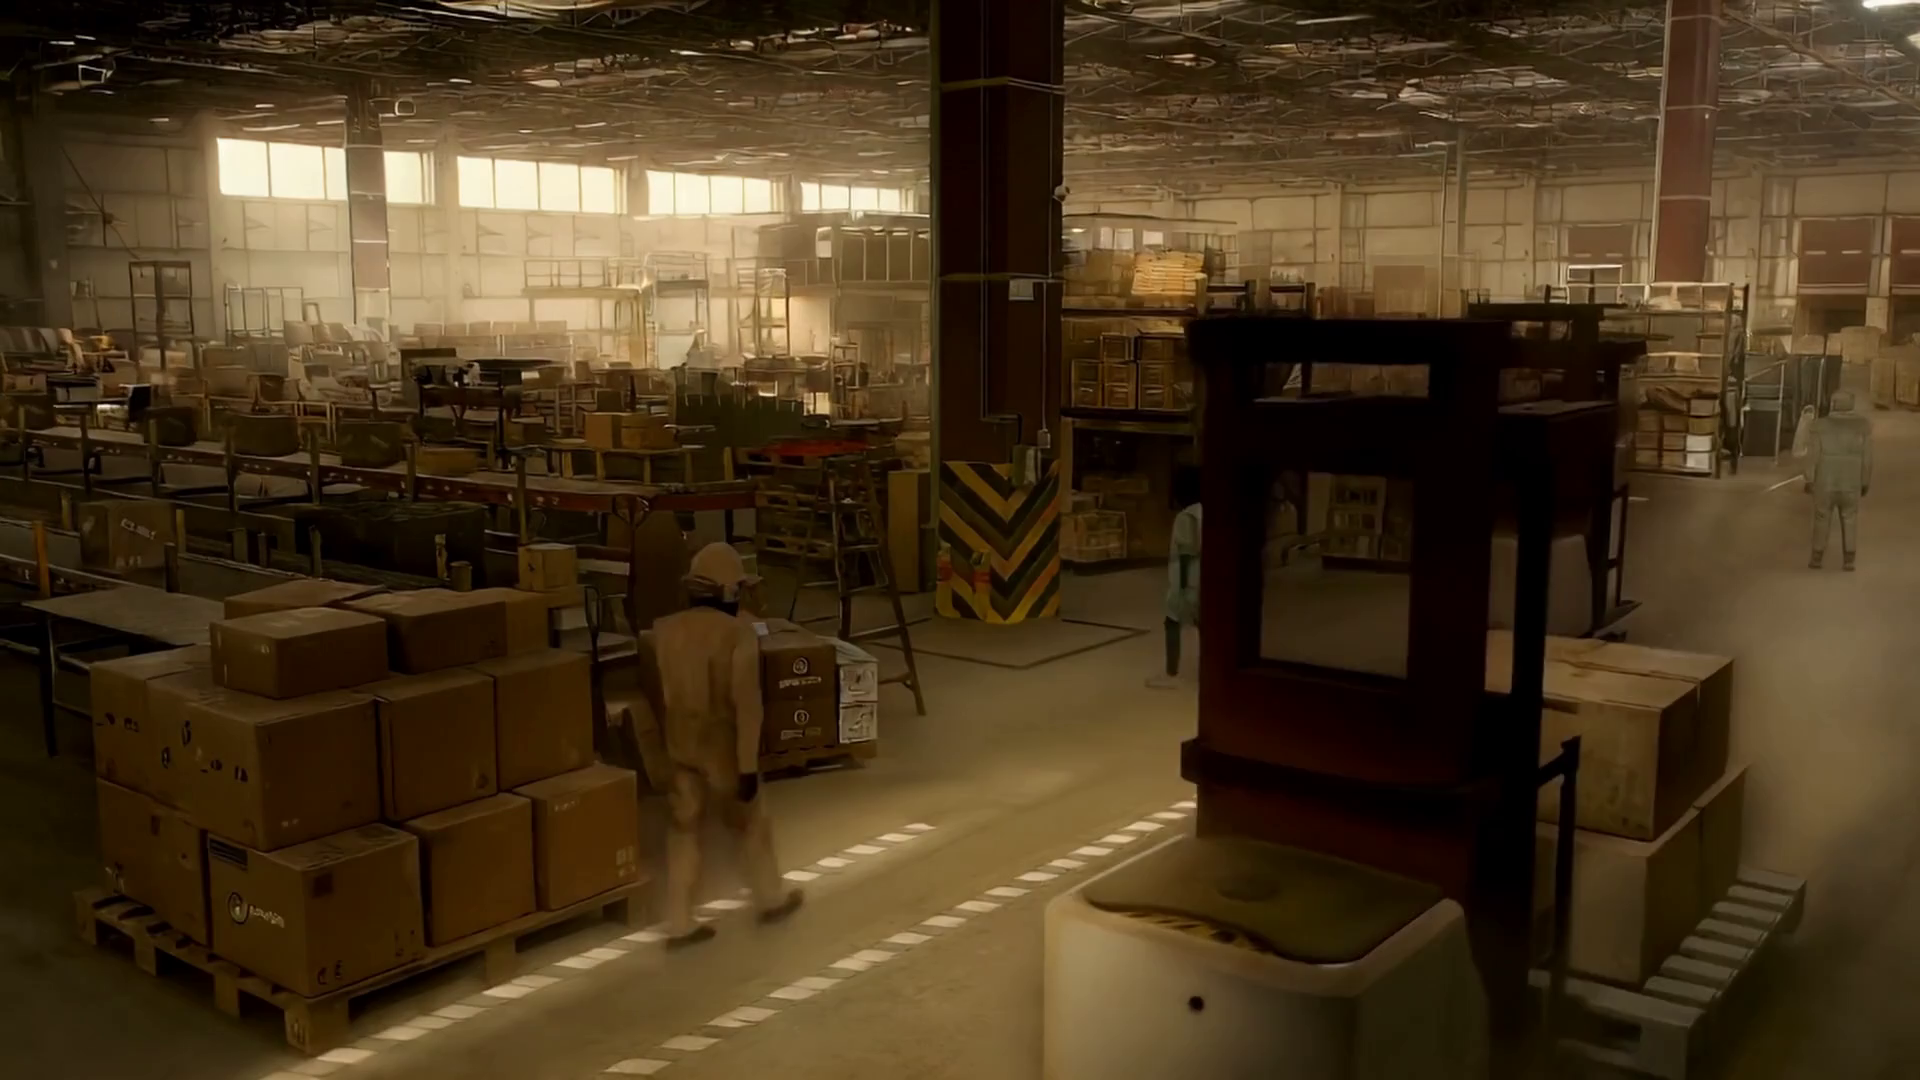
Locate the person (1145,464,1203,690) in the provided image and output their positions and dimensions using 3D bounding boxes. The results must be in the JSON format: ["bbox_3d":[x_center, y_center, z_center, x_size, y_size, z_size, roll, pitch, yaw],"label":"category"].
[{"bbox_3d":[1.732,0.282,12.027,0.694,1.675,0.538,5,10,31],"label":"person"}]

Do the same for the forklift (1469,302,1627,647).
[{"bbox_3d":[4.379,-0.438,12.852,1.129,2.768,1.873,7,11,37],"label":"forklift"}]

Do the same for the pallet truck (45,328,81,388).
[{"bbox_3d":[-23.775,-4.544,43.495,1.885,1.965,0.823,6,10,35],"label":"pallet truck"}]

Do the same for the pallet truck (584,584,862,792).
[{"bbox_3d":[-1.426,0.805,10.019,1.601,1.201,0.680,-4,9,-26],"label":"pallet truck"}]

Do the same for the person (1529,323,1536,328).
[{"bbox_3d":[20.172,-6.768,59.001,0.532,1.852,0.781,-8,11,-42],"label":"person"}]

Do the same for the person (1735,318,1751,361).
[{"bbox_3d":[33.638,-8.643,71.512,0.608,1.878,0.930,-2,9,-13],"label":"person"}]

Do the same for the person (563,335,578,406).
[{"bbox_3d":[-9.972,-4.365,42.850,0.547,1.835,0.623,7,11,38],"label":"person"}]

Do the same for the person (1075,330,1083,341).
[{"bbox_3d":[3.248,-4.854,45.997,0.452,1.868,0.602,7,11,41],"label":"person"}]

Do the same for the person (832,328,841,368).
[{"bbox_3d":[-4.134,-6.113,54.923,0.515,1.751,0.527,3,9,20],"label":"person"}]

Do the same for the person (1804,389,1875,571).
[{"bbox_3d":[9.176,-0.627,17.392,0.645,1.908,0.408,3,9,21],"label":"person"}]

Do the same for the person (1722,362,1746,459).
[{"bbox_3d":[13.590,-2.273,29.185,0.319,1.698,0.532,-1,9,-9],"label":"person"}]

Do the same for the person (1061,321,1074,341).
[{"bbox_3d":[3.887,-7.048,60.781,0.612,1.876,0.594,4,9,24],"label":"person"}]

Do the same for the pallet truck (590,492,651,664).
[{"bbox_3d":[-3.115,0.344,12.883,0.653,1.274,1.630,7,11,37],"label":"pallet truck"}]

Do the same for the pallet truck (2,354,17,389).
[{"bbox_3d":[-24.881,-4.417,42.634,1.885,1.965,0.823,8,11,41],"label":"pallet truck"}]

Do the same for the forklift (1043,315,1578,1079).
[{"bbox_3d":[1.184,0.679,5.323,1.129,2.768,1.873,7,11,37],"label":"forklift"}]

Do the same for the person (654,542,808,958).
[{"bbox_3d":[-1.030,0.904,7.423,0.621,1.795,0.844,5,10,32],"label":"person"}]
